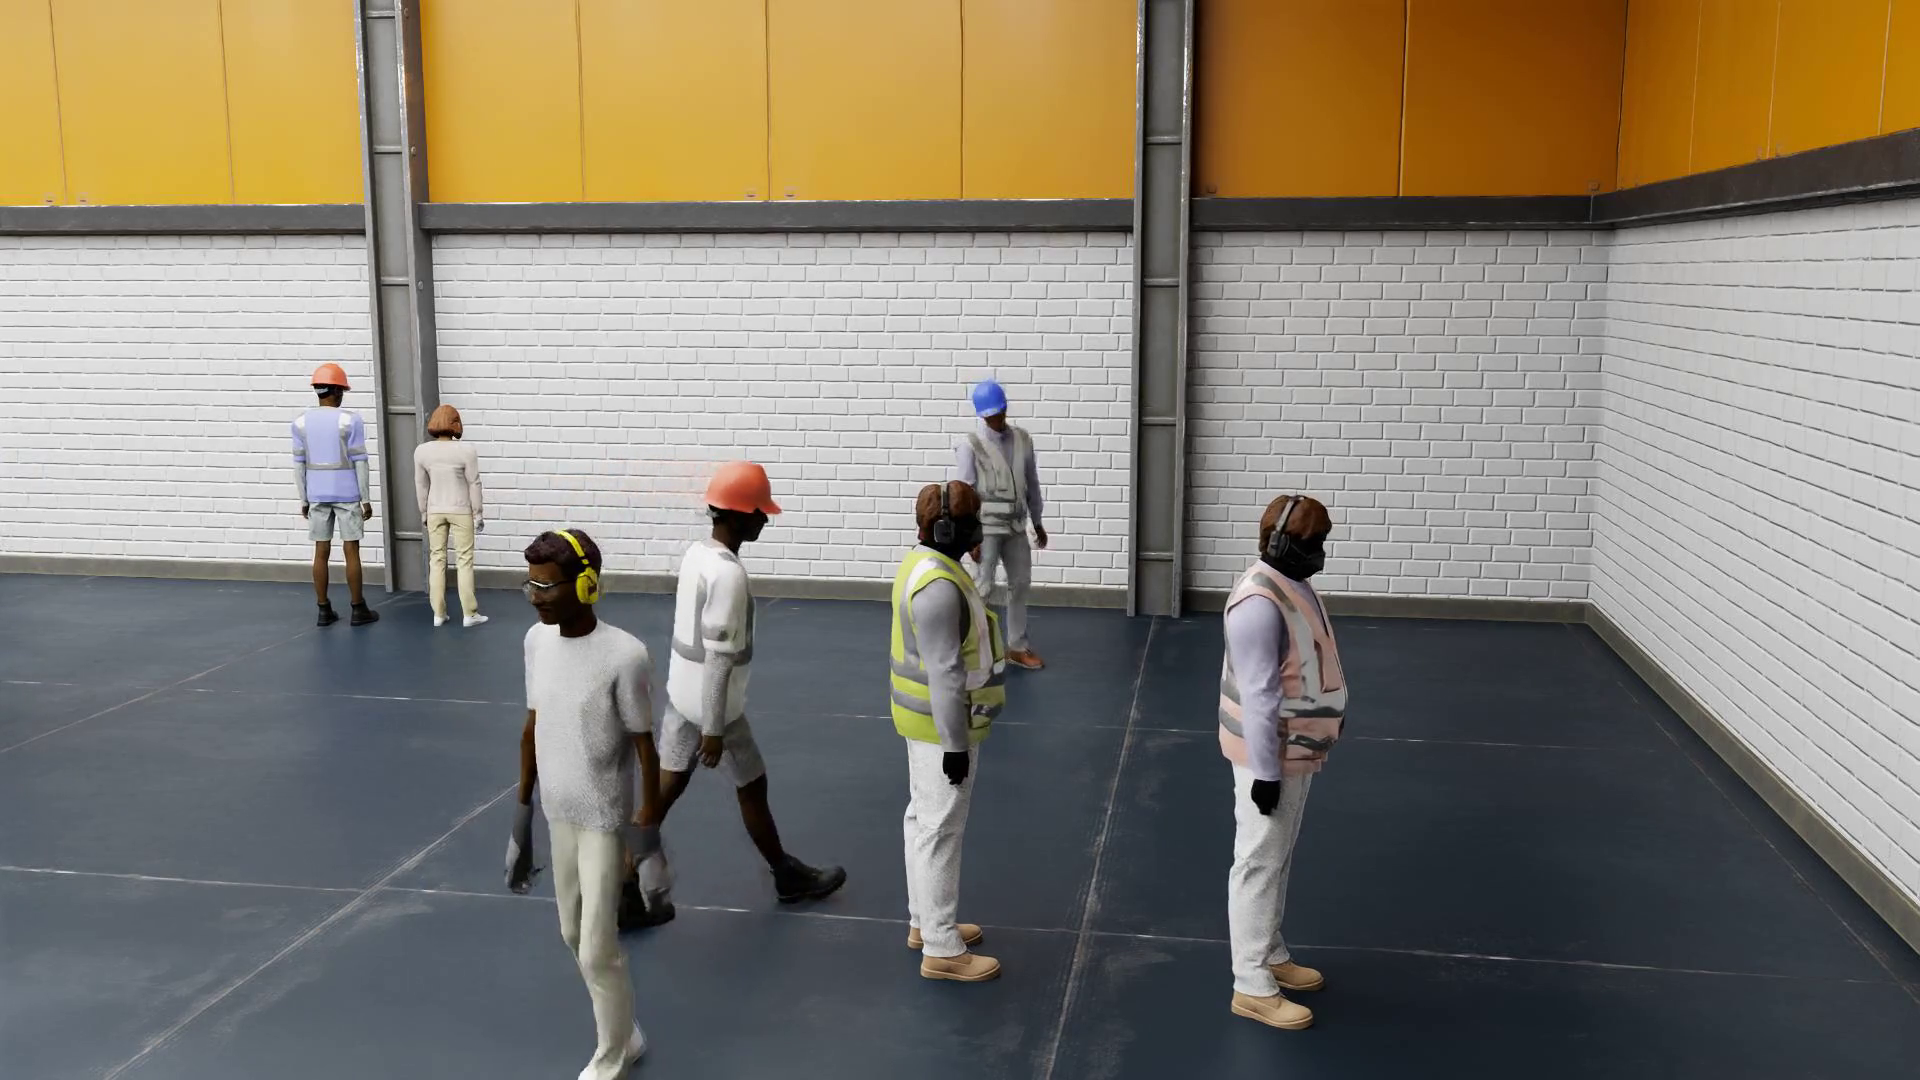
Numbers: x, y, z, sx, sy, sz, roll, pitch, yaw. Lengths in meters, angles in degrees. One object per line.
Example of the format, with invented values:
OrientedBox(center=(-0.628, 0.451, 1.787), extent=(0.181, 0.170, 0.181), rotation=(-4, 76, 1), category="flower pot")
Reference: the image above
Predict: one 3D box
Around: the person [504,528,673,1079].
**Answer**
OrientedBox(center=(-1.107, 0.886, 5.122), extent=(0.591, 1.868, 0.667), rotation=(7, 11, 35), category="person")

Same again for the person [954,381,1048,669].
OrientedBox(center=(0.226, -0.088, 10.825), extent=(0.666, 1.909, 0.507), rotation=(-8, 12, -40), category="person")

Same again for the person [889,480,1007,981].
OrientedBox(center=(-0.044, 0.692, 6.190), extent=(0.429, 1.845, 0.621), rotation=(-1, 9, -8), category="person")

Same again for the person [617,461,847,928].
OrientedBox(center=(-0.974, 0.612, 6.611), extent=(1.016, 1.869, 0.668), rotation=(-5, 10, -26), category="person")

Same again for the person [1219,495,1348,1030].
OrientedBox(center=(1.131, 0.753, 5.834), extent=(0.430, 1.839, 0.619), rotation=(4, 10, 21), category="person")

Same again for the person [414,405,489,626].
OrientedBox(center=(-3.726, -0.174, 12.178), extent=(0.499, 1.633, 0.289), rotation=(1, 9, 7), category="person")

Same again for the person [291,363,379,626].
OrientedBox(center=(-4.578, -0.324, 12.193), extent=(0.542, 1.929, 0.374), rotation=(0, 9, 2), category="person")
